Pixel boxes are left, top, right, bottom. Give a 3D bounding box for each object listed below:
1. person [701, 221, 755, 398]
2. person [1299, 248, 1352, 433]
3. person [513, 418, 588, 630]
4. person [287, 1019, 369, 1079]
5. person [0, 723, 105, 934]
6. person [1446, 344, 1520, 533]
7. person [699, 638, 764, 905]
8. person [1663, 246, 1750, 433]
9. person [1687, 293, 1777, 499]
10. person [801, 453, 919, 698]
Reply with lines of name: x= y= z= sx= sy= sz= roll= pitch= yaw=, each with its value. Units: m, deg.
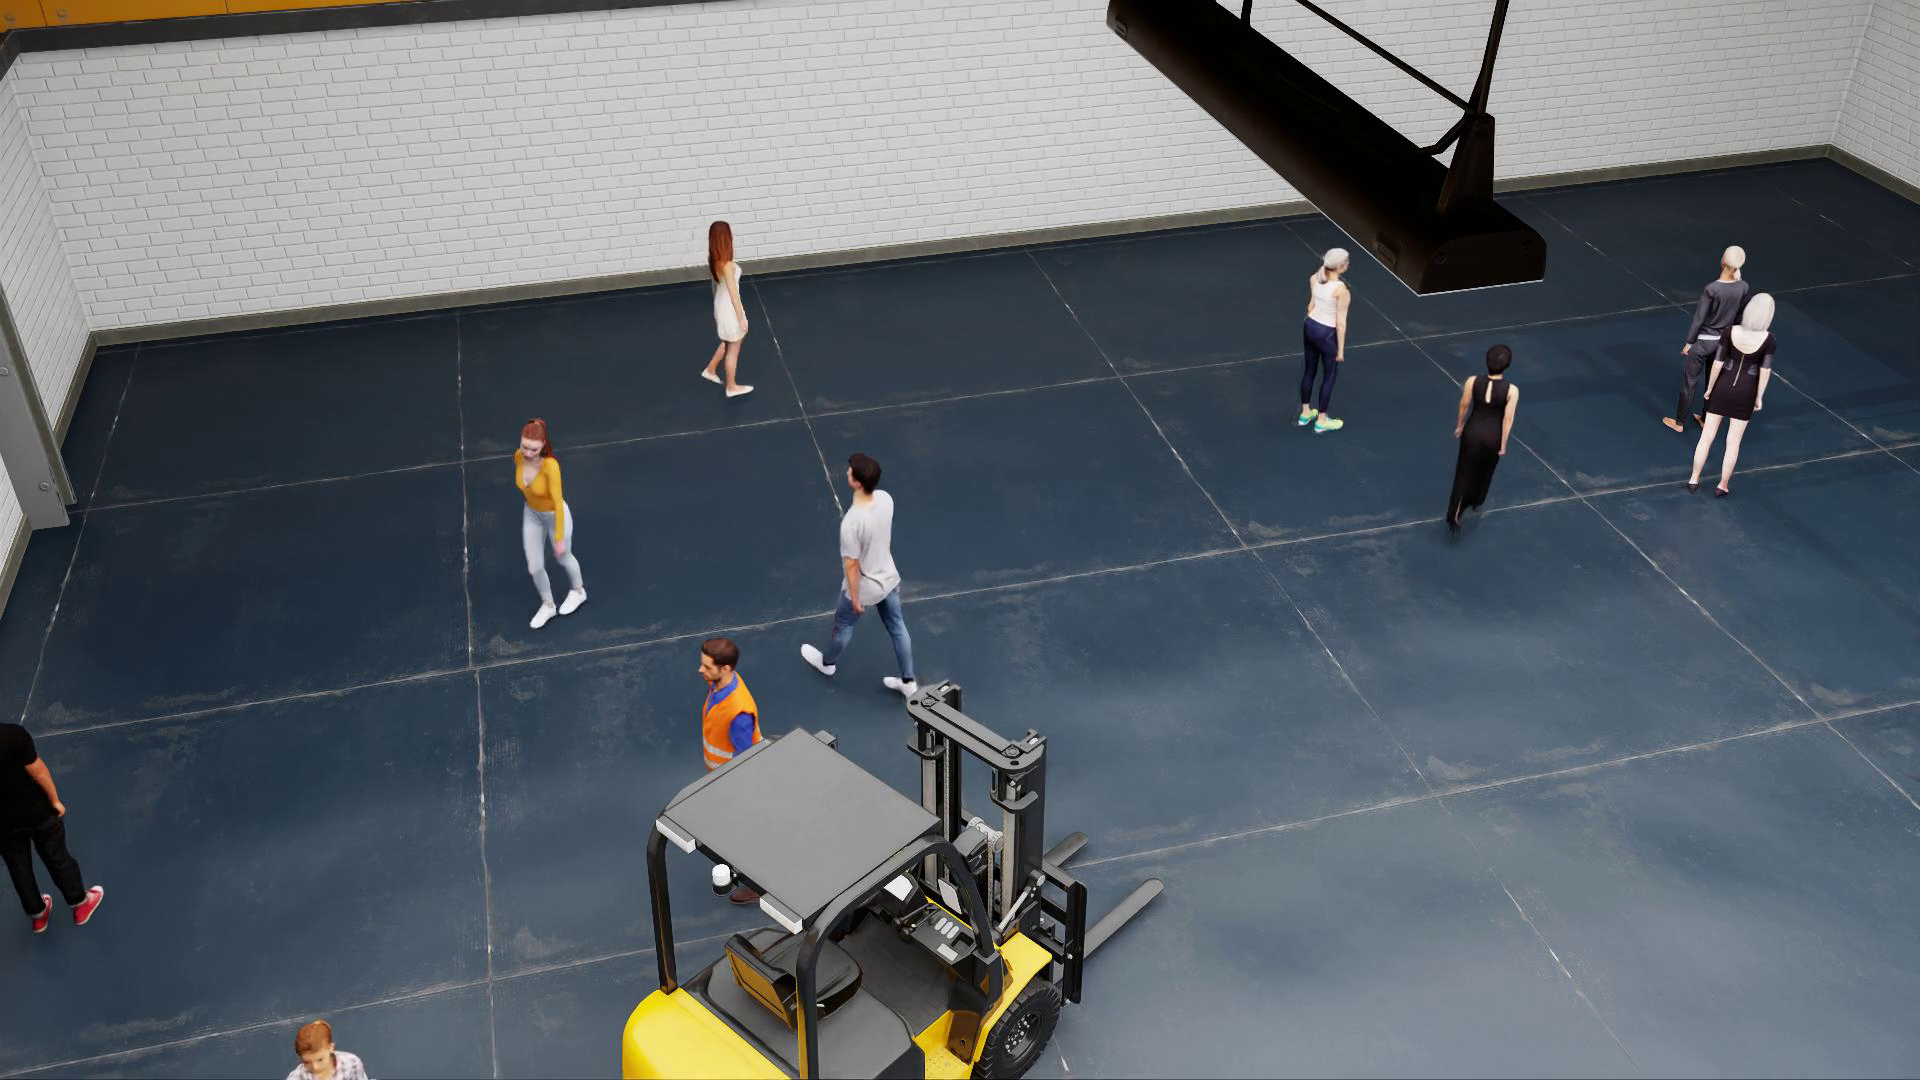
person: x=-2.150 y=-2.024 z=14.839 sx=0.659 sy=1.701 sz=0.652 roll=-12 pitch=36 yaw=-18
person: x=3.133 y=-1.743 z=14.416 sx=0.761 sy=1.700 sz=0.616 roll=-26 pitch=41 yaw=-33
person: x=-2.944 y=-0.161 z=12.029 sx=0.835 sy=1.707 sz=0.912 roll=20 pitch=38 yaw=27
person: x=-3.003 y=2.728 z=8.053 sx=0.571 sy=1.298 sz=0.514 roll=-13 pitch=36 yaw=-19
person: x=-5.363 y=1.523 z=9.450 sx=0.626 sy=1.758 sz=0.573 roll=-7 pitch=34 yaw=-10
person: x=4.069 y=-0.759 z=13.053 sx=0.983 sy=1.570 sz=1.071 roll=16 pitch=37 yaw=22
person: x=-1.290 y=1.321 z=9.659 sx=0.790 sy=1.864 sz=0.629 roll=-17 pitch=37 yaw=-24
person: x=6.503 y=-1.739 z=14.387 sx=0.616 sy=1.727 sz=0.536 roll=-5 pitch=34 yaw=-8
person: x=6.247 y=-1.168 z=13.437 sx=0.654 sy=1.826 sz=0.714 roll=18 pitch=38 yaw=25
person: x=-0.528 y=0.291 z=11.219 sx=1.239 sy=1.853 sz=1.108 roll=23 pitch=40 yaw=30
